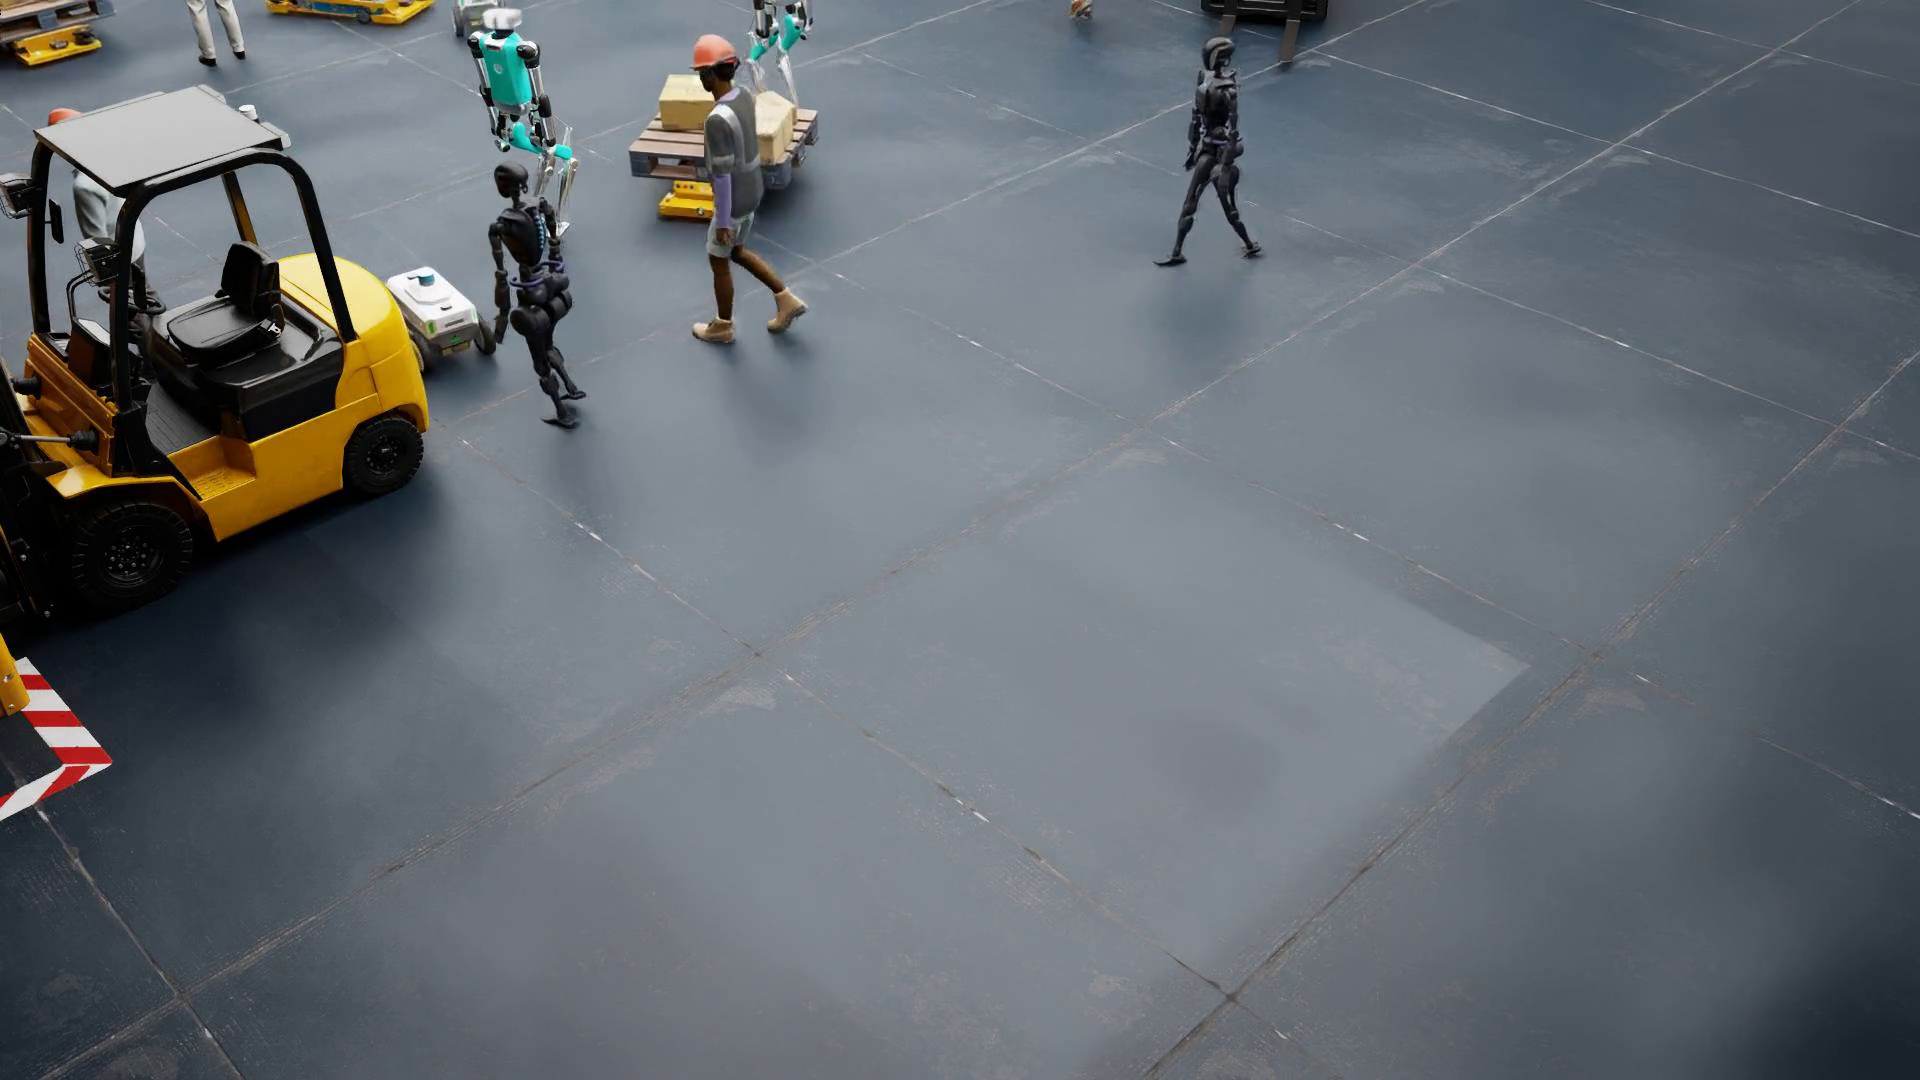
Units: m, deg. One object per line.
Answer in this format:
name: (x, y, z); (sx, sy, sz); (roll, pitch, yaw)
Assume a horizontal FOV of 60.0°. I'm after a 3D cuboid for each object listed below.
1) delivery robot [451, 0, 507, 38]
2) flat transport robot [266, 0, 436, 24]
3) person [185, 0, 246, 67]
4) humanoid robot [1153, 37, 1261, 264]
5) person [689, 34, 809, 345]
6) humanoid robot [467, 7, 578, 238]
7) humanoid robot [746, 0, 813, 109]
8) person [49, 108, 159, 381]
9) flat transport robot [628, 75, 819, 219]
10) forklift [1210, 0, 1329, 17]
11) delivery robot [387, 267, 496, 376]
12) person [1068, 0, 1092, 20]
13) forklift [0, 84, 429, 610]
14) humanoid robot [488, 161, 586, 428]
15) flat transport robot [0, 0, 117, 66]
delivery robot: (-4.514, -5.036, 15.510); (0.499, 0.608, 0.790); (-12, 38, -16)
flat transport robot: (-5.845, -5.200, 15.957); (1.431, 0.231, 0.659); (9, 38, 12)
person: (-6.647, -5.036, 14.473); (0.553, 1.782, 0.384); (-27, 44, -31)
humanoid robot: (1.786, -2.637, 11.403); (0.787, 1.639, 0.595); (-13, 39, -17)
person: (-1.379, -2.151, 10.433); (0.700, 2.013, 0.653); (7, 37, 9)
humanoid robot: (-2.947, -2.950, 11.610); (0.533, 1.674, 0.735); (15, 39, 19)
humanoid robot: (-1.500, -4.211, 13.387); (0.531, 1.749, 0.701); (-23, 43, -28)
person: (-5.186, -1.801, 10.179); (0.352, 1.737, 0.576); (-4, 37, -5)
flat transport robot: (-1.787, -2.865, 12.832); (0.659, 0.231, 1.431); (7, 37, 9)
forklift: (3.106, -6.400, 15.960); (1.214, 2.155, 2.313); (8, 37, 10)
delivery robot: (-3.373, -1.444, 10.697); (0.499, 0.603, 0.792); (-25, 43, -30)
person: (1.103, -5.745, 15.312); (0.664, 1.921, 0.440); (-11, 38, -14)
forklift: (-4.145, -1.093, 8.856); (2.313, 2.155, 1.214); (-31, 47, -34)
humanoid robot: (-2.476, -1.411, 9.714); (0.355, 1.645, 0.590); (17, 40, 21)
flat transport robot: (-8.527, -4.689, 15.274); (1.431, 0.231, 0.659); (30, 46, 34)
